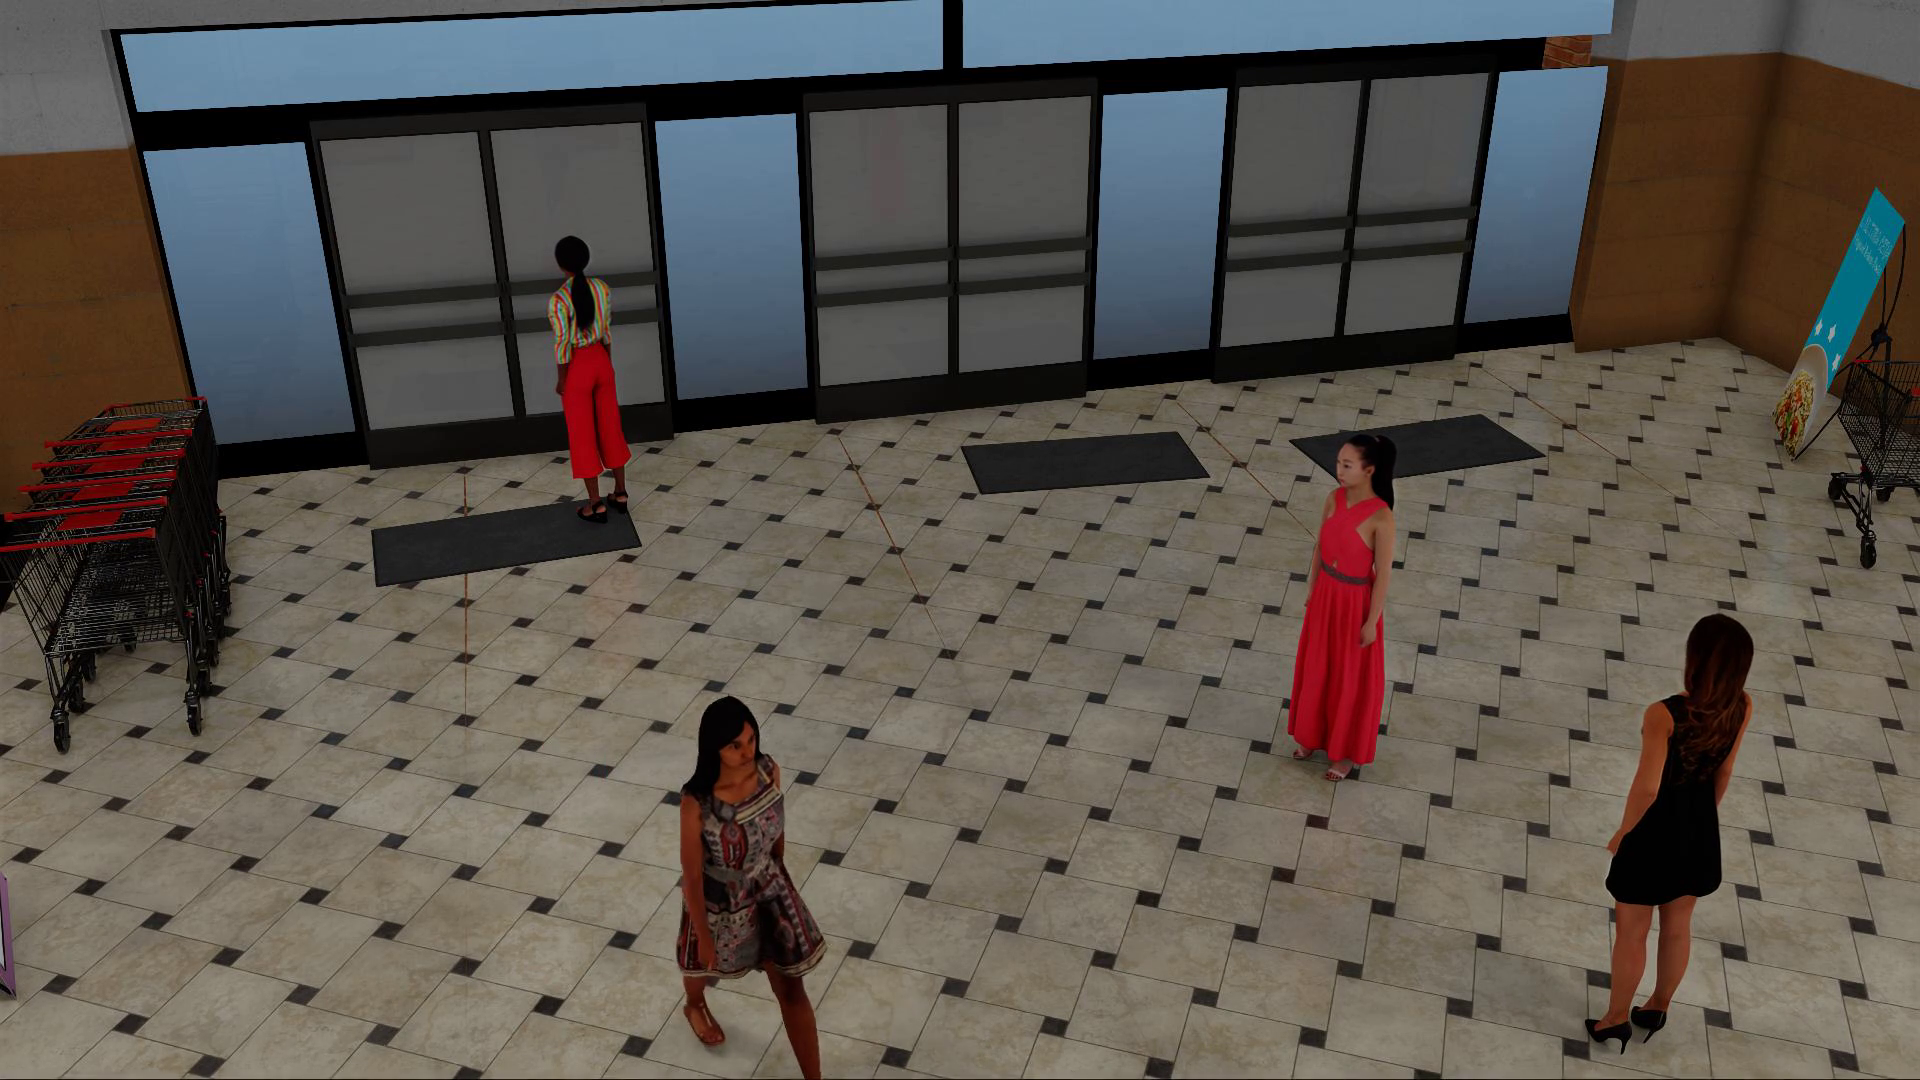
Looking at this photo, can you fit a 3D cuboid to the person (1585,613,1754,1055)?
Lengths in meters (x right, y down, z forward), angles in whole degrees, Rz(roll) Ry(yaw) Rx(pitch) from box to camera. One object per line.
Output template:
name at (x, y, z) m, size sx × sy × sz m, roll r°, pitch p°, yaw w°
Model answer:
person at (2.536, 1.077, 5.957) m, size 0.567 × 1.834 × 0.507 m, roll -7°, pitch 28°, yaw -14°

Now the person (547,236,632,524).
person at (-2.245, -0.955, 10.009) m, size 0.705 × 1.792 × 0.682 m, roll 21°, pitch 34°, yaw 36°

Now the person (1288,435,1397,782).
person at (1.763, 0.316, 7.576) m, size 0.742 × 1.726 × 0.605 m, roll -16°, pitch 31°, yaw -28°

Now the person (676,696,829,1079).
person at (-0.838, 1.248, 5.885) m, size 0.950 × 1.593 × 1.227 m, roll -20°, pitch 33°, yaw -34°
